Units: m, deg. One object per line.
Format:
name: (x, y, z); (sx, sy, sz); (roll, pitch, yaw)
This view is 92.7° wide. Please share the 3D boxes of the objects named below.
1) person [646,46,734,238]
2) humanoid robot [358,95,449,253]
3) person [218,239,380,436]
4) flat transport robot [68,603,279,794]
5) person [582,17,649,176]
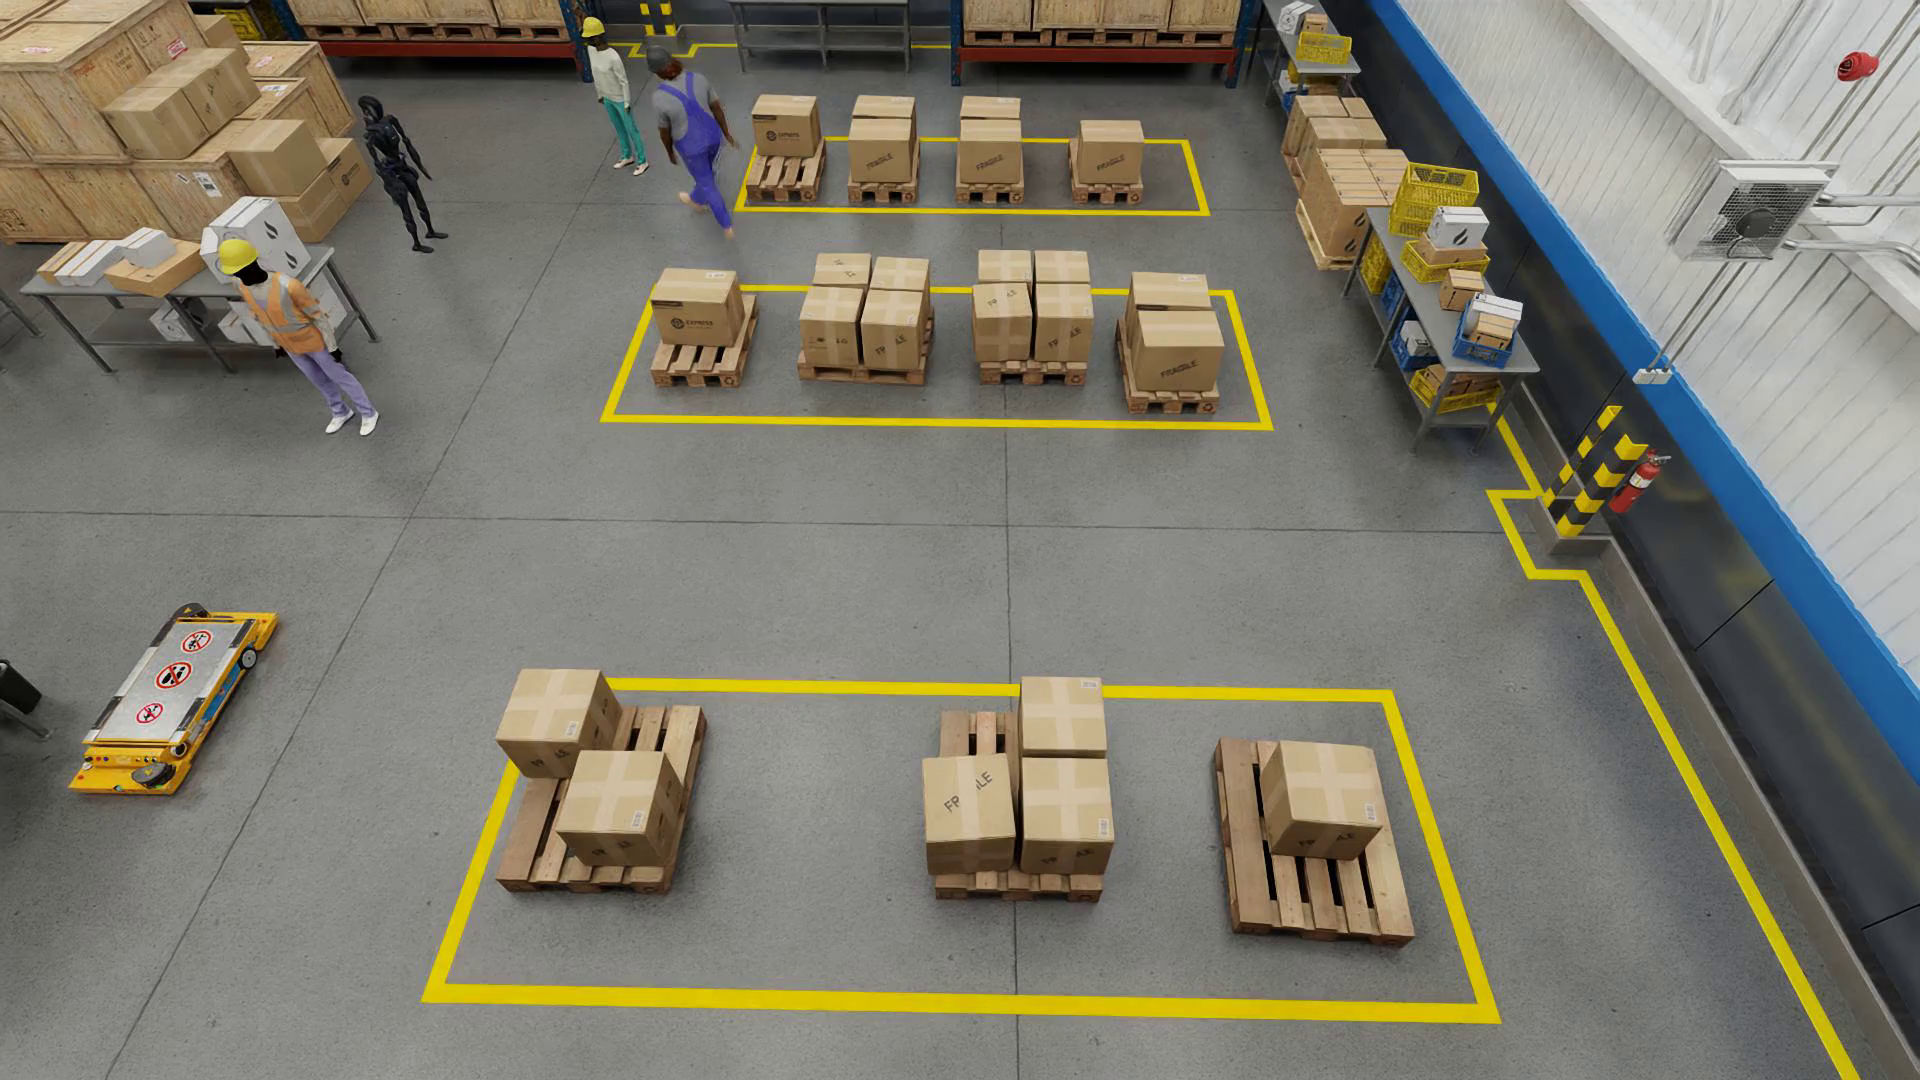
person: (-2.899, -4.348, 9.887); (0.997, 2.000, 0.750); (33, 57, 25)
humanoid robot: (-5.929, -3.876, 9.722); (0.352, 1.649, 0.569); (8, 50, 7)
person: (-5.527, -1.659, 7.685); (0.591, 1.925, 0.382); (5, 50, 5)
flat transport robot: (-5.504, 1.072, 6.442); (0.652, 0.197, 1.431); (1, 50, 1)
person: (-4.073, -5.200, 10.784); (0.522, 1.769, 0.316); (28, 55, 21)
